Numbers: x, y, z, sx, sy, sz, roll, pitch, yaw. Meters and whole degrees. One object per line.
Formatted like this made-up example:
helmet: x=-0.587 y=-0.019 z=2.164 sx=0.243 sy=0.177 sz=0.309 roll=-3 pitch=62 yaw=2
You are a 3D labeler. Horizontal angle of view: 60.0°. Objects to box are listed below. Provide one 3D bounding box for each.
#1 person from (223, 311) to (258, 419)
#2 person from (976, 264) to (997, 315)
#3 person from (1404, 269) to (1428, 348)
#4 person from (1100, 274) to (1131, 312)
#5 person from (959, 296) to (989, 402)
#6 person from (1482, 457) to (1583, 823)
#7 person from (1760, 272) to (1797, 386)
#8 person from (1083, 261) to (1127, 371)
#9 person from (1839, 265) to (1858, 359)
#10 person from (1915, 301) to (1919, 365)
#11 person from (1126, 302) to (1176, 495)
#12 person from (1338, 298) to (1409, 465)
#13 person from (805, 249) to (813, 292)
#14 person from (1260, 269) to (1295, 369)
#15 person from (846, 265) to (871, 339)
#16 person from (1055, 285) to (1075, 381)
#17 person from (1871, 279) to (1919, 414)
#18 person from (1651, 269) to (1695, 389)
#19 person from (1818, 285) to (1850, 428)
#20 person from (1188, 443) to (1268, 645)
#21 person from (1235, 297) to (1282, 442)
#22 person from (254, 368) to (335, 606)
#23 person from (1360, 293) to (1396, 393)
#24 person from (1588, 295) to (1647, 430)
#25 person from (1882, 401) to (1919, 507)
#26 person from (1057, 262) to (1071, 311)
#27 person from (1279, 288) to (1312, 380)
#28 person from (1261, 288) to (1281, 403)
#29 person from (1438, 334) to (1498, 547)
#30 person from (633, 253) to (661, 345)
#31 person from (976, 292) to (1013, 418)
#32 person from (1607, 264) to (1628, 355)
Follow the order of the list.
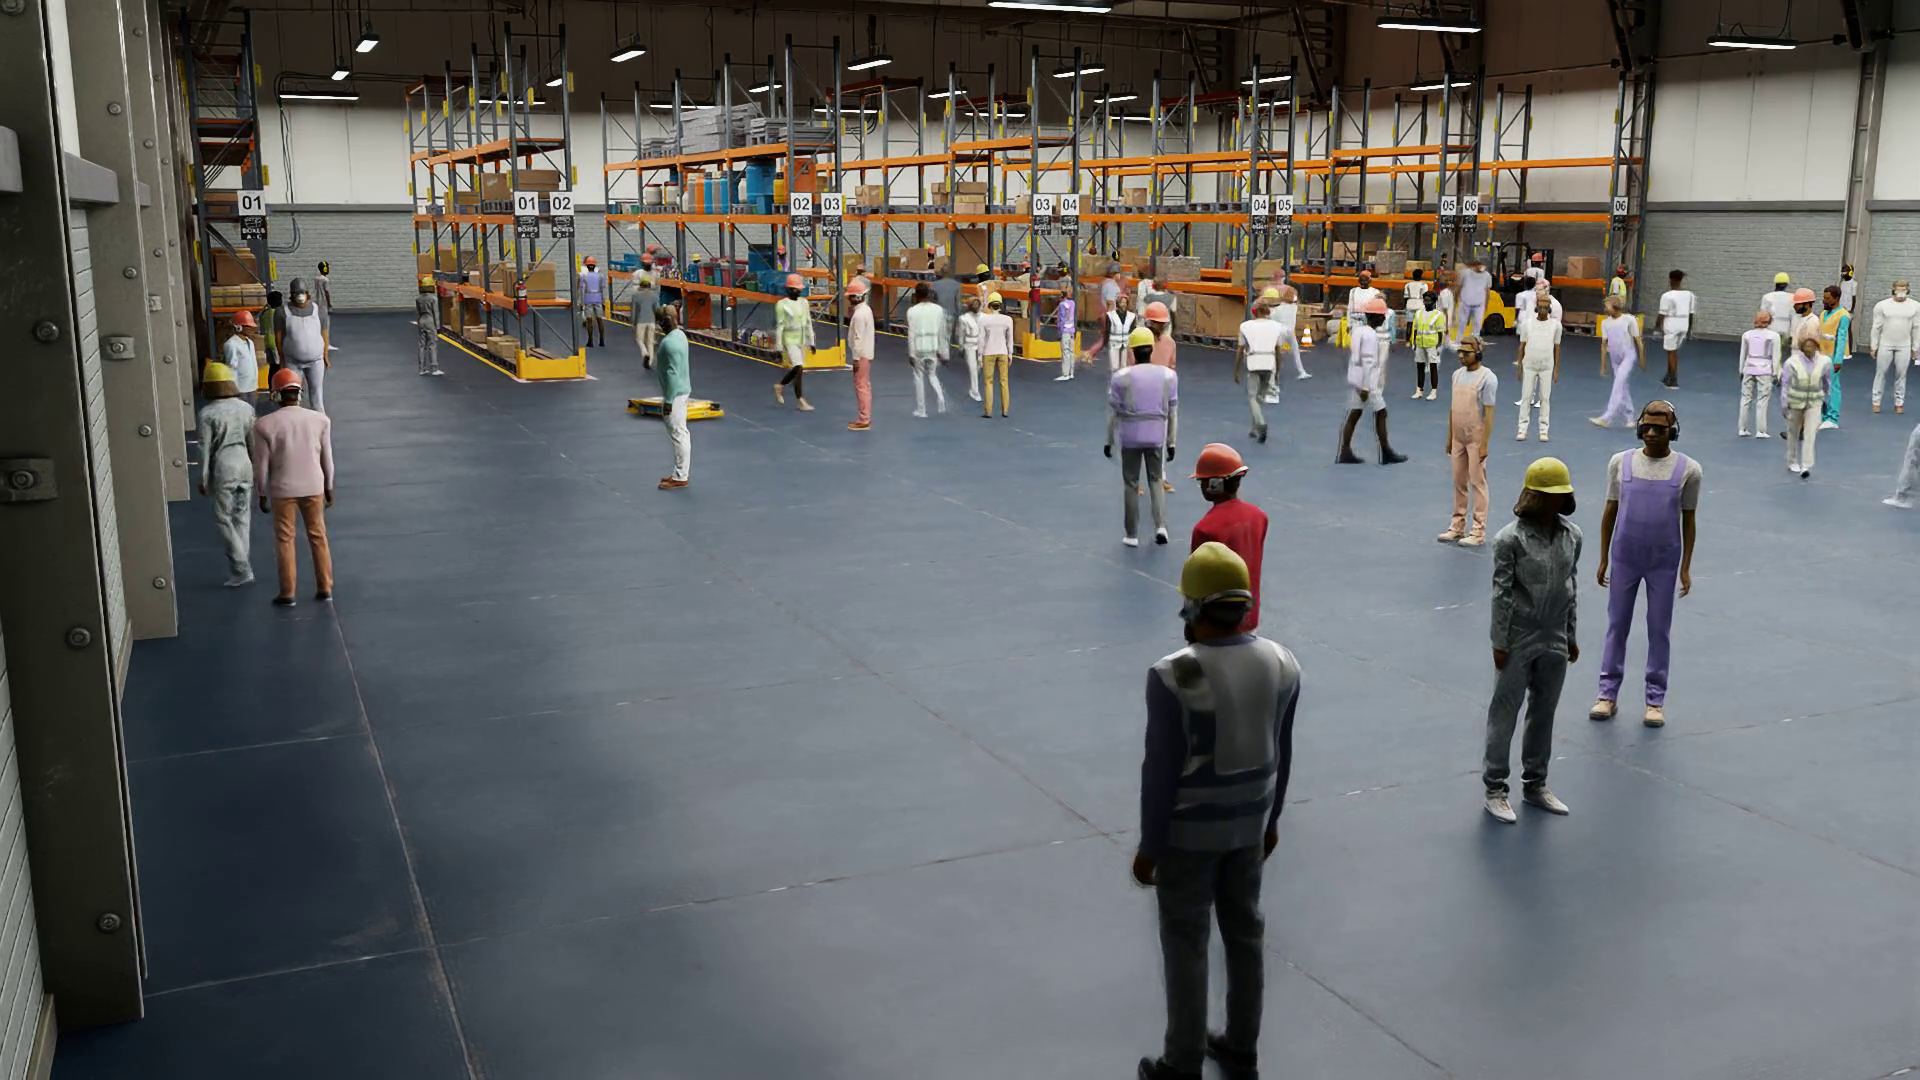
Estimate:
person: x=-8.362 y=-1.809 z=19.483 sx=0.350 sy=1.743 sz=0.564 roll=1 pitch=11 yaw=4
person: x=0.460 y=-4.206 z=31.217 sx=0.375 sy=1.919 sz=0.584 roll=7 pitch=13 yaw=33
person: x=9.732 y=-4.934 z=35.488 sx=0.532 sy=1.694 sz=0.319 roll=7 pitch=13 yaw=34
person: x=3.229 y=-4.887 z=34.813 sx=0.672 sy=1.877 sz=0.859 roll=-3 pitch=12 yaw=-17
person: x=0.220 y=-2.965 z=25.692 sx=0.513 sy=1.611 sz=0.786 roll=-5 pitch=12 yaw=-24
person: x=2.740 y=0.470 z=7.900 sx=0.493 sy=1.743 sz=0.295 roll=-4 pitch=12 yaw=-21
person: x=13.532 y=-3.469 z=27.505 sx=0.599 sy=1.909 sz=0.730 roll=-1 pitch=11 yaw=-3
person: x=2.687 y=-4.091 z=30.324 sx=0.738 sy=2.000 sz=0.693 roll=-2 pitch=11 yaw=-10
person: x=17.560 y=-4.523 z=32.989 sx=0.327 sy=1.861 sz=0.510 roll=-1 pitch=11 yaw=-5
person: x=18.353 y=-4.222 z=31.423 sx=0.315 sy=1.869 sz=0.534 roll=-3 pitch=12 yaw=-15
person: x=1.961 y=-1.444 z=17.019 sx=0.609 sy=1.982 sz=0.414 roll=-6 pitch=13 yaw=-29
person: x=4.780 y=-1.806 z=19.050 sx=0.883 sy=1.899 sz=0.564 roll=0 pitch=11 yaw=0
person: x=-4.679 y=-8.193 z=51.930 sx=0.361 sy=1.743 sz=0.583 roll=0 pitch=11 yaw=2
person: x=5.737 y=-3.980 z=30.230 sx=0.635 sy=1.864 sz=0.911 roll=7 pitch=13 yaw=32
person: x=-2.330 y=-5.377 z=37.707 sx=0.621 sy=1.704 sz=0.676 roll=-7 pitch=13 yaw=-33
person: x=1.830 y=-3.570 z=28.687 sx=0.307 sy=1.645 sz=0.514 roll=5 pitch=12 yaw=25
person: x=13.476 y=-2.785 z=23.974 sx=0.632 sy=1.931 sz=0.366 roll=5 pitch=12 yaw=22
person: x=11.710 y=-3.491 z=27.501 sx=0.621 sy=1.939 sz=0.754 roll=-4 pitch=12 yaw=-19
person: x=11.711 y=-2.457 z=22.360 sx=0.380 sy=1.910 sz=0.592 roll=0 pitch=11 yaw=0
person: x=1.300 y=0.382 z=8.354 sx=0.350 sy=1.743 sz=0.569 roll=11 pitch=15 yaw=43
person: x=3.793 y=-2.154 z=21.052 sx=0.575 sy=1.820 sz=0.794 roll=-2 pitch=11 yaw=-9
person: x=-4.913 y=-0.393 z=12.282 sx=0.564 sy=1.743 sz=0.345 roll=-9 pitch=14 yaw=-38
person: x=6.536 y=-3.056 z=26.082 sx=0.531 sy=1.626 sz=0.430 roll=8 pitch=14 yaw=37
person: x=8.771 y=-2.356 z=22.168 sx=0.822 sy=1.781 sz=0.576 roll=-5 pitch=12 yaw=-25
person: x=9.434 y=-1.113 z=16.029 sx=0.483 sy=1.705 sz=0.866 roll=-4 pitch=12 yaw=-18
person: x=2.209 y=-4.950 z=35.166 sx=0.325 sy=1.861 sz=0.502 roll=-5 pitch=12 yaw=-26
person: x=5.677 y=-3.570 z=28.837 sx=0.512 sy=1.587 sz=0.872 roll=-9 pitch=14 yaw=-38
person: x=4.732 y=-2.964 z=25.351 sx=0.322 sy=1.742 sz=0.492 roll=2 pitch=11 yaw=10
person: x=4.422 y=-0.867 z=14.450 sx=0.348 sy=1.841 sz=0.501 roll=-5 pitch=12 yaw=-25
person: x=-6.878 y=-5.286 z=36.473 sx=0.616 sy=2.022 sz=0.792 roll=-6 pitch=13 yaw=-28
person: x=0.487 y=-2.602 z=23.454 sx=0.535 sy=1.767 sz=0.315 roll=-3 pitch=12 yaw=-16
person: x=13.389 y=-4.702 z=33.917 sx=0.388 sy=1.848 sz=0.564 roll=6 pitch=13 yaw=27
